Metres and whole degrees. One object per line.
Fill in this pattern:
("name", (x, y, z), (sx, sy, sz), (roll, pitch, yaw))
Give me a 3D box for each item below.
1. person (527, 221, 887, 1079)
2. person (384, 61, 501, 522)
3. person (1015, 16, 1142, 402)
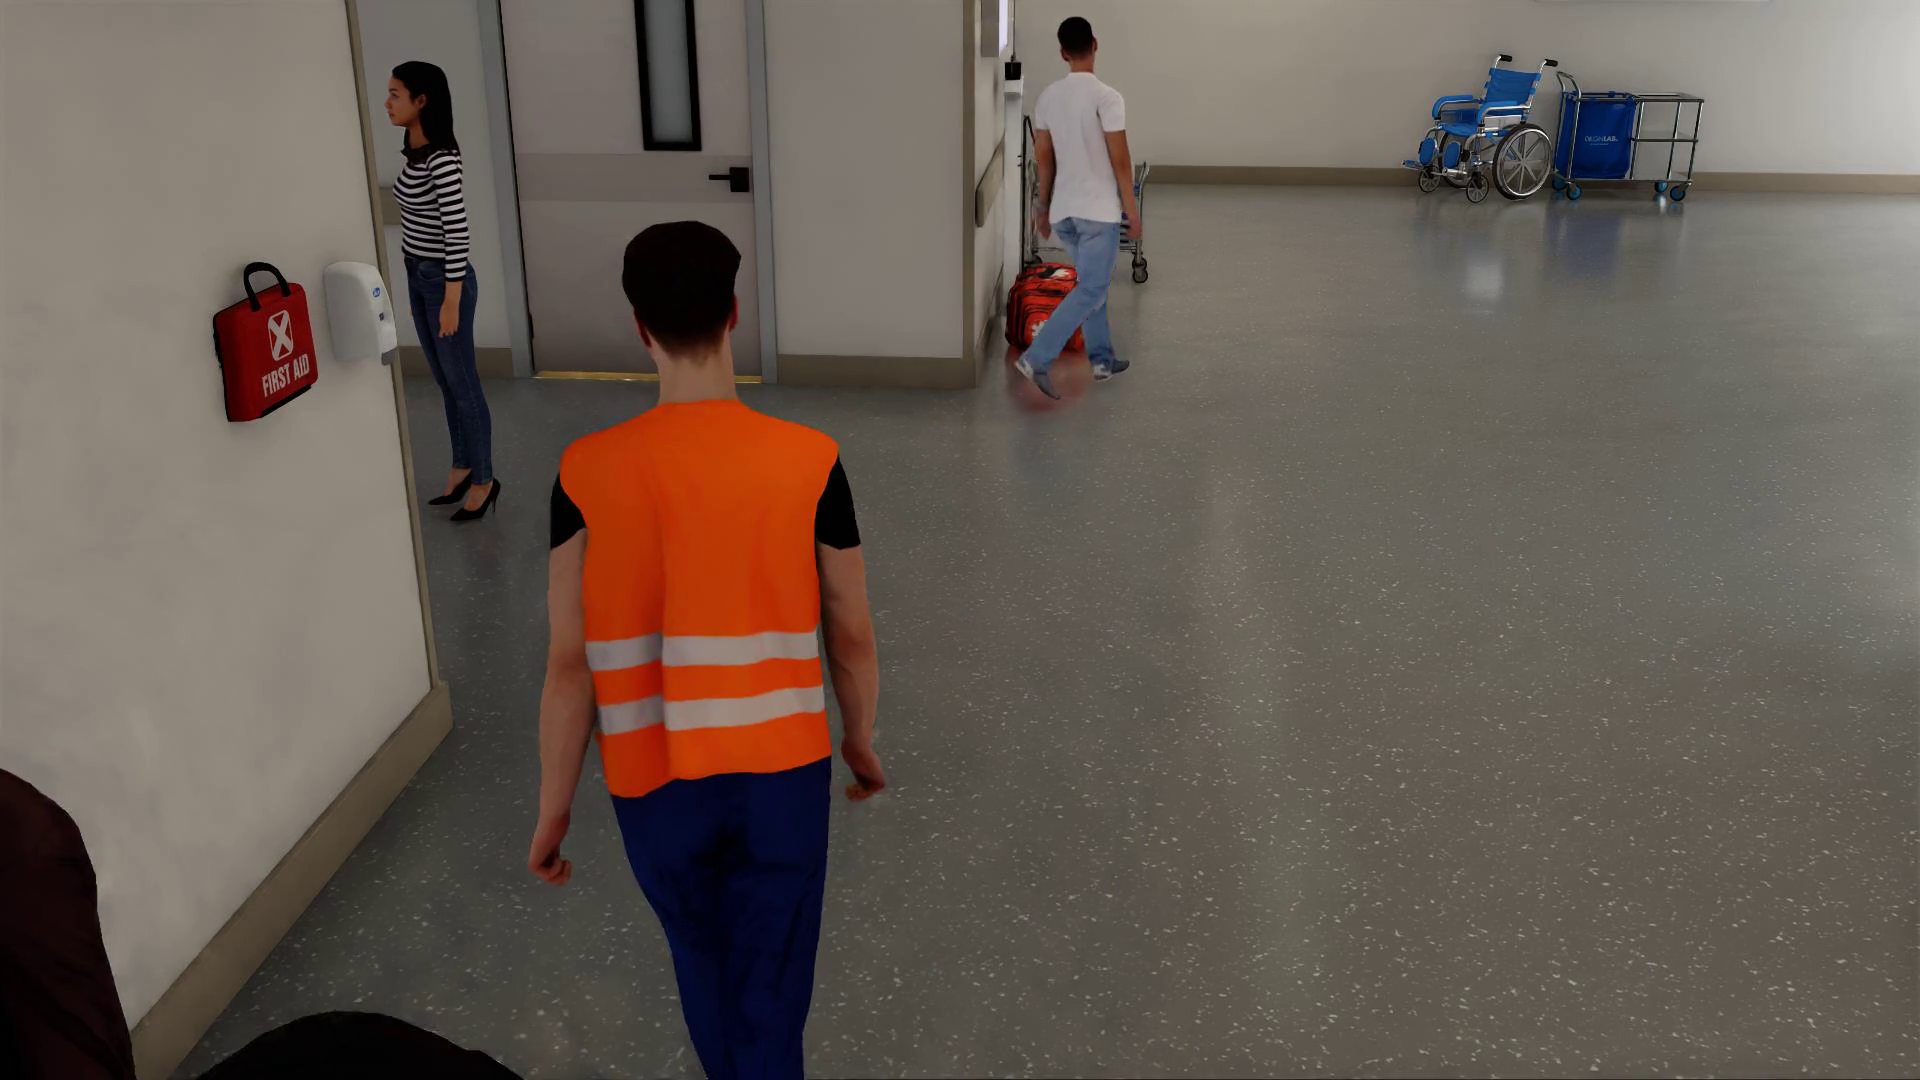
("person", (-0.423, 0.449, 2.773), (0.848, 1.850, 0.998), (0, 21, -1))
("person", (-2.034, -0.960, 6.544), (0.712, 1.796, 0.622), (-13, 24, -31))
("person", (0.560, -1.594, 8.211), (1.220, 1.817, 1.150), (-15, 25, -35))
